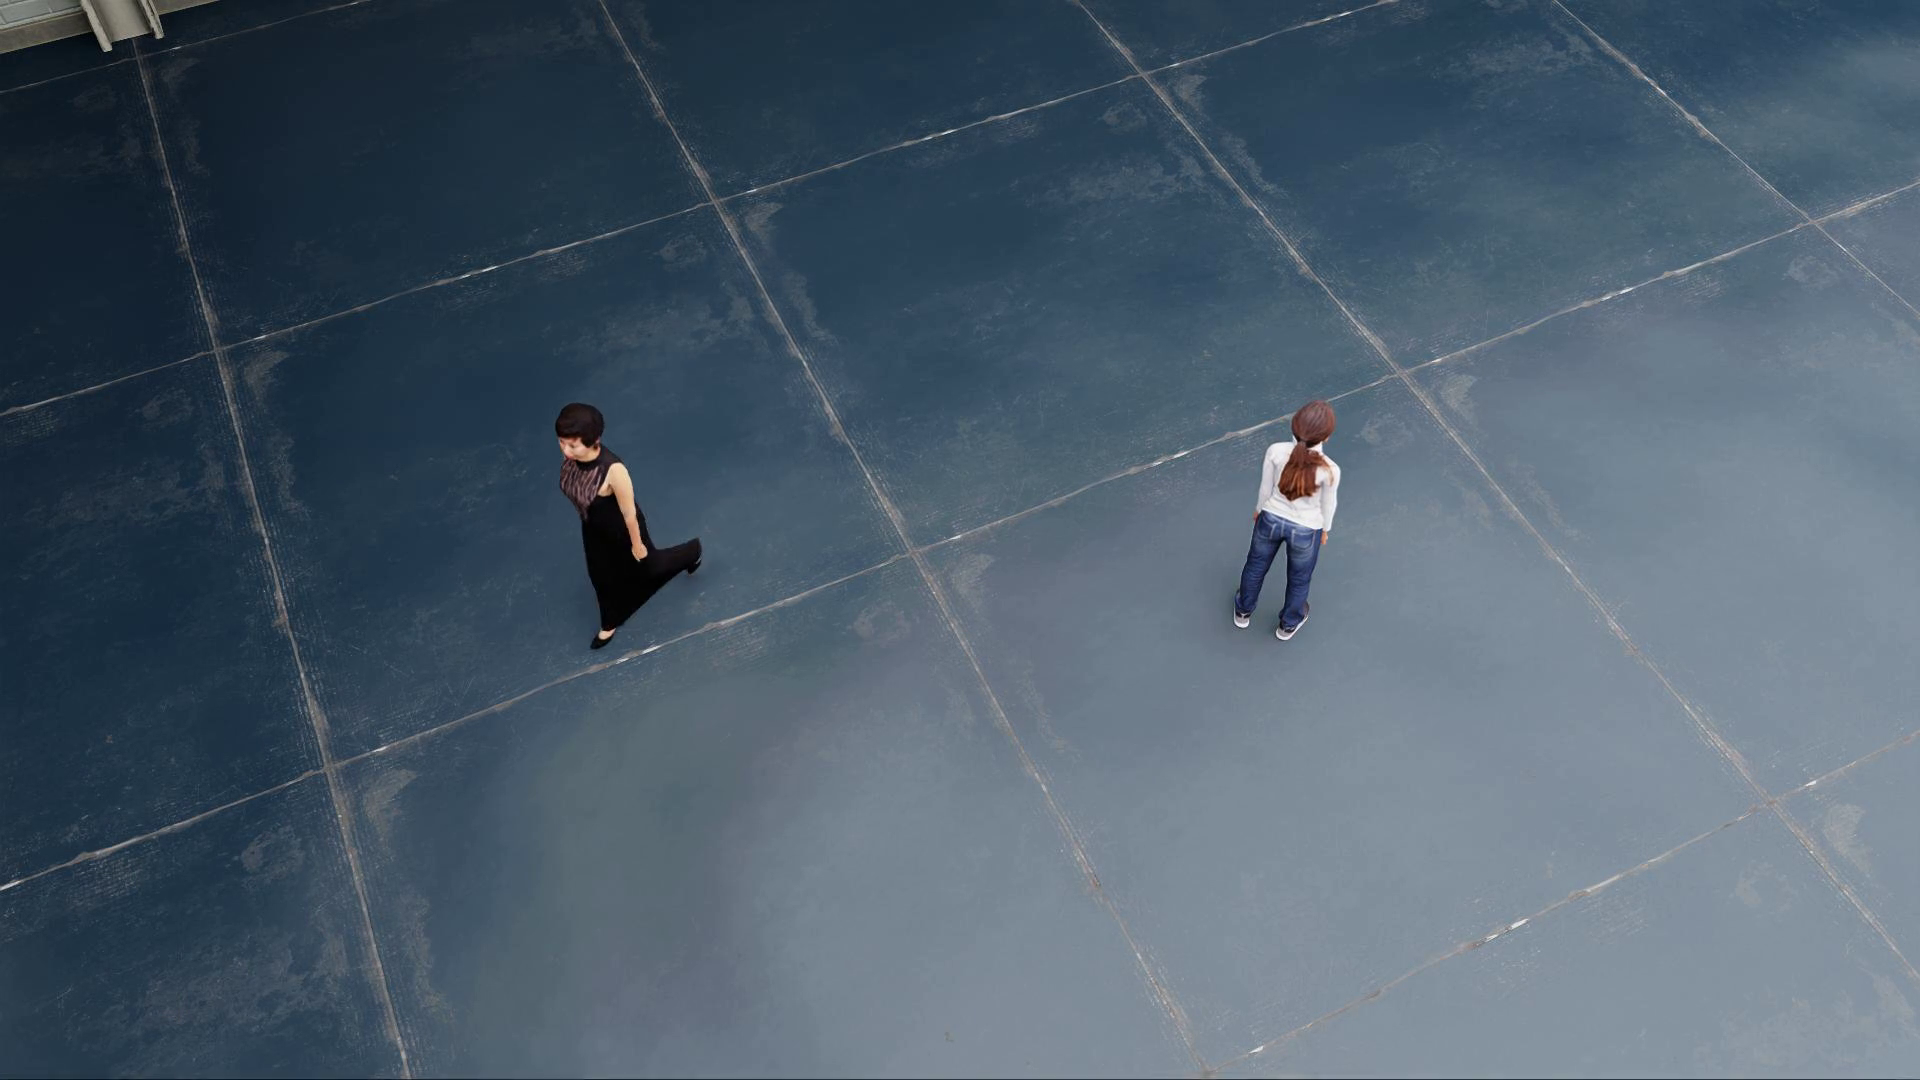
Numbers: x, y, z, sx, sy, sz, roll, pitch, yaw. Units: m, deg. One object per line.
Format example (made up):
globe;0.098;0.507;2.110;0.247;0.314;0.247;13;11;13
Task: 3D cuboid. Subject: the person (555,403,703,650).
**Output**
person;-1.550;-0.129;7.717;0.846;1.580;1.035;32;59;22

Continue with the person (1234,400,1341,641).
person;1.522;-0.082;7.694;0.626;1.559;0.681;19;55;14
